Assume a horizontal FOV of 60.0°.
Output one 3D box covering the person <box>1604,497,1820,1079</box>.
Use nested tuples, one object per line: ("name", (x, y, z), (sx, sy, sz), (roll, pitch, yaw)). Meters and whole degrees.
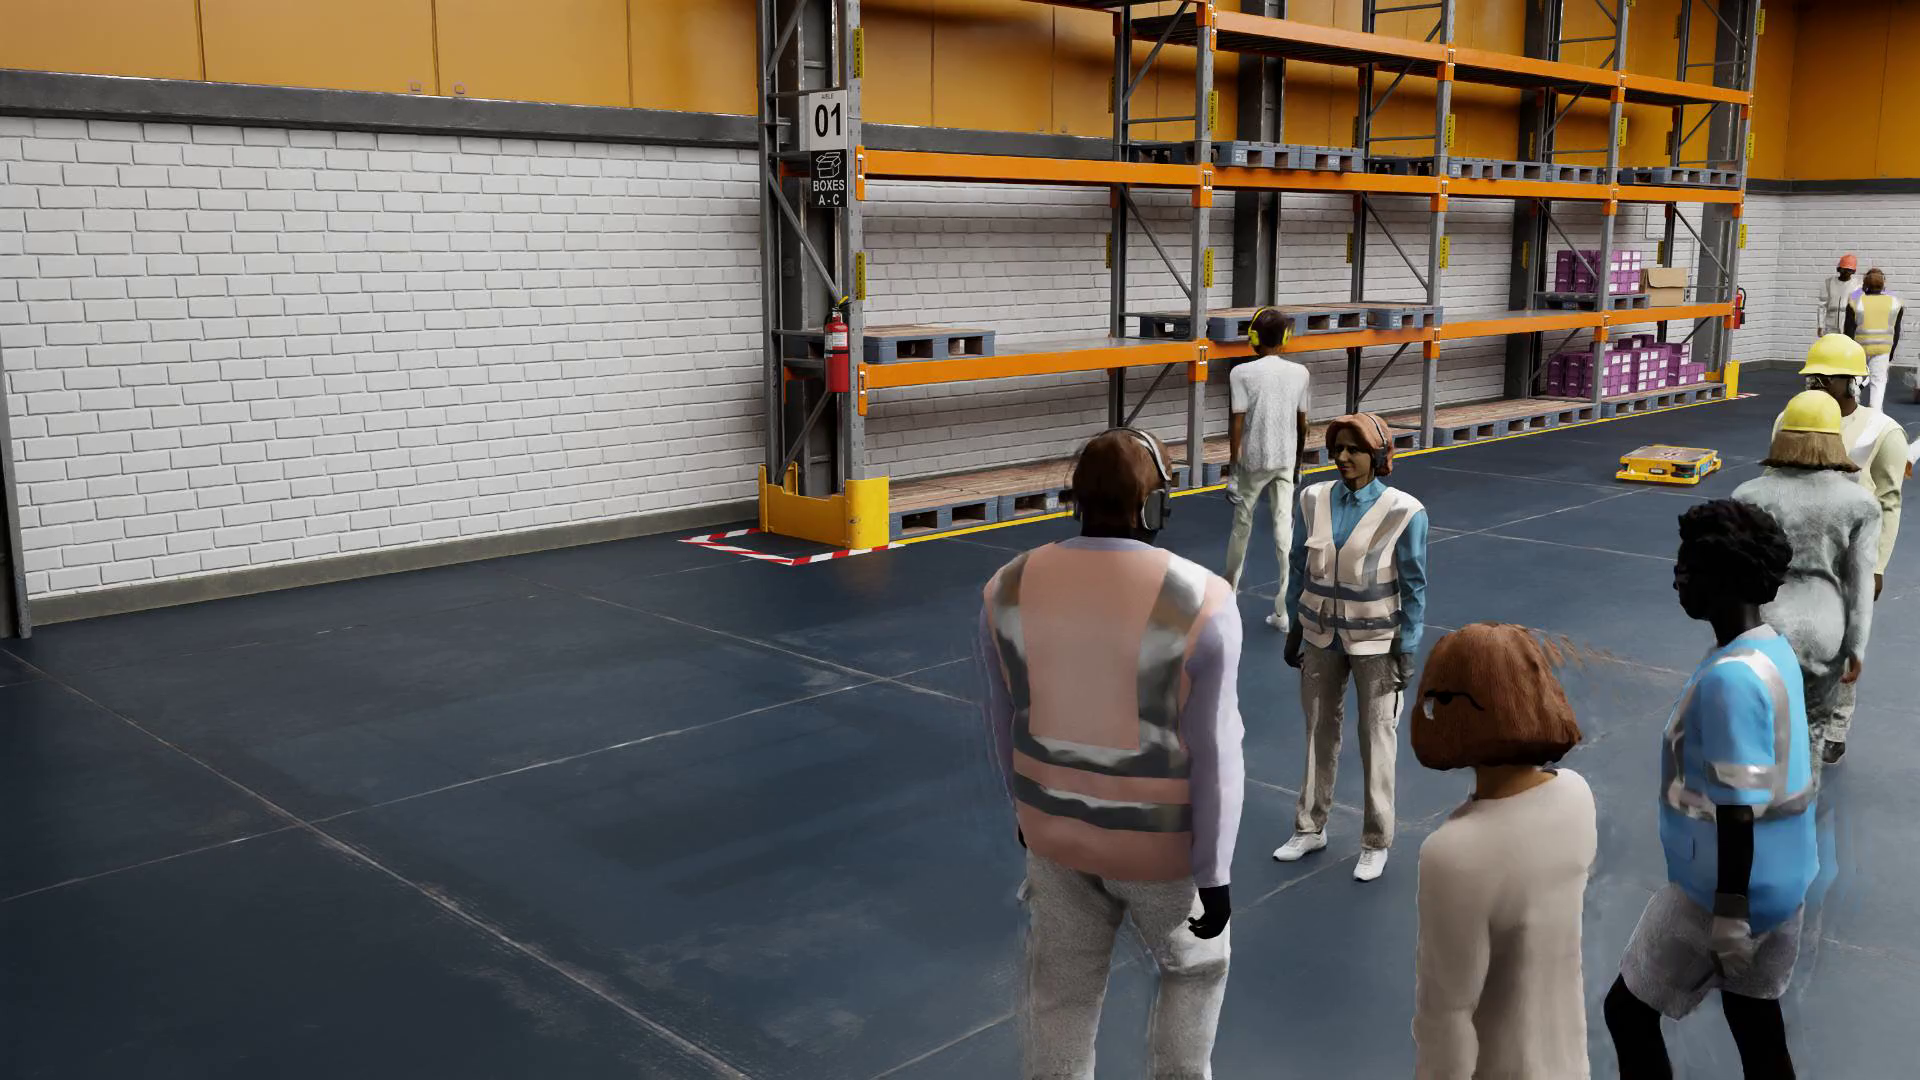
("person", (1.616, 0.739, 3.686), (0.620, 1.669, 0.565), (7, 13, 34))

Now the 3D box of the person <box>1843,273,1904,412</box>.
("person", (10.561, -2.190, 19.352), (0.631, 1.794, 0.950), (3, 11, 15))

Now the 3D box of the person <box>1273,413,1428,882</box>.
("person", (1.371, 0.367, 5.830), (0.513, 1.642, 0.313), (9, 14, 40))

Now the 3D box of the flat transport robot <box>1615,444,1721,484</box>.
("flat transport robot", (6.604, -0.714, 15.466), (0.652, 0.197, 1.431), (7, 12, 33))

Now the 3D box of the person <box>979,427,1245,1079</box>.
("person", (0.395, 0.644, 3.804), (0.644, 1.821, 0.656), (6, 12, 30))

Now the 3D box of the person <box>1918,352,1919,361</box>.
("person", (13.706, -2.937, 23.413), (0.466, 1.801, 0.603), (4, 11, 21))

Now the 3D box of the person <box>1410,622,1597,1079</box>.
("person", (0.875, 0.934, 2.837), (0.497, 1.612, 0.405), (-8, 13, -38))

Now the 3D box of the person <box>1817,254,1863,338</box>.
("person", (12.732, -3.124, 24.013), (0.620, 1.990, 0.861), (8, 13, 38))

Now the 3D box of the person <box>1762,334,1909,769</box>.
("person", (3.638, 0.046, 7.056), (0.403, 1.835, 0.588), (-7, 12, -33))

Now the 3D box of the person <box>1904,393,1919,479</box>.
("person", (8.813, -1.410, 14.968), (0.749, 1.859, 0.602), (-1, 10, -4))

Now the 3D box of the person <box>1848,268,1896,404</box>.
("person", (11.945, -2.651, 21.854), (0.605, 1.793, 0.954), (4, 11, 20))

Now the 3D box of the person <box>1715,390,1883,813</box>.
("person", (2.908, 0.339, 5.808), (0.491, 1.715, 0.736), (4, 11, 23))

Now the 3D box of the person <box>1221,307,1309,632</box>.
("person", (1.743, -0.431, 9.682), (0.555, 1.824, 0.960), (-2, 11, -12))
